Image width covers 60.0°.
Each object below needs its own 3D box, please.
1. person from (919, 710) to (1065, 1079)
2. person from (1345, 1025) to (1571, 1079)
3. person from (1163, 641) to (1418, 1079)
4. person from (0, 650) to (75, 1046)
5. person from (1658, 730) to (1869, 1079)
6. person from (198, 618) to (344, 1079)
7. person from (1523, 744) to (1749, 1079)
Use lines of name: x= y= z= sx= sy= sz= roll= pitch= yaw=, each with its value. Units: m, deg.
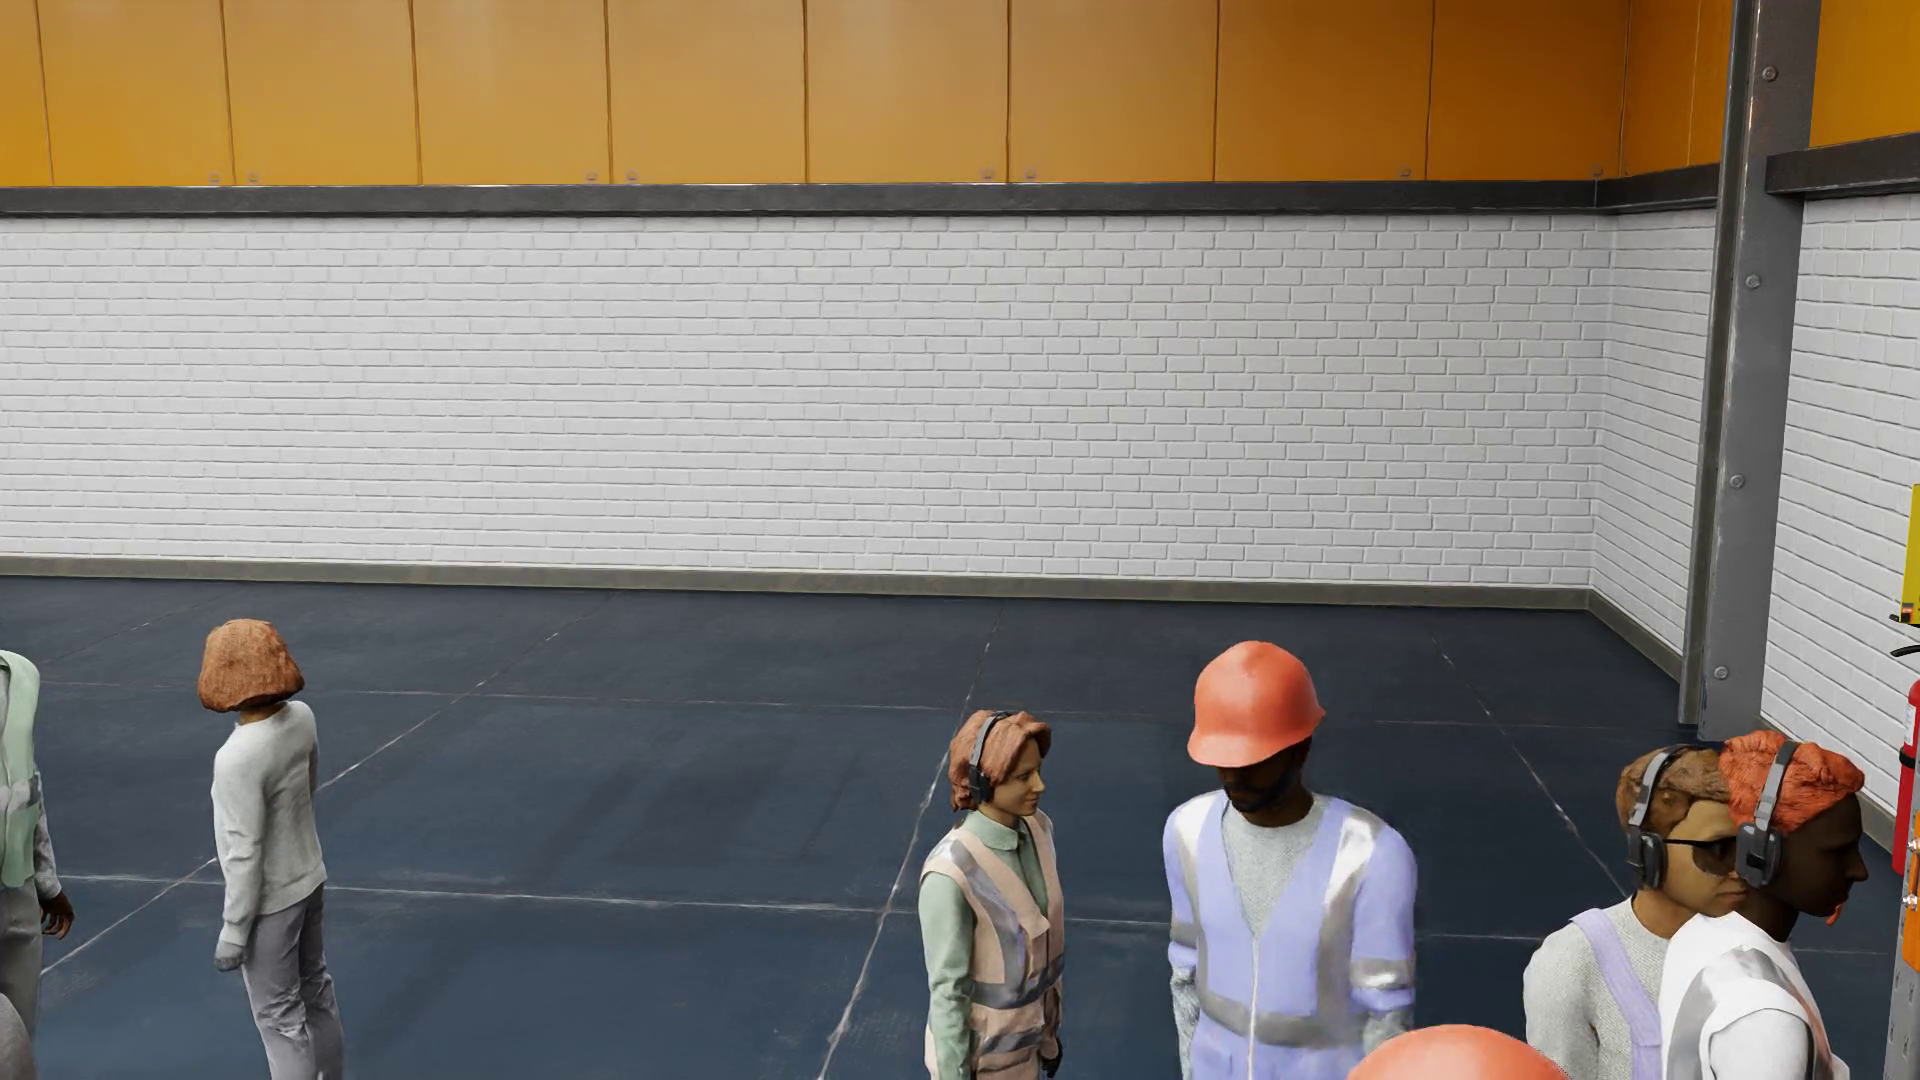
person: x=0.077 y=1.182 z=3.791 sx=0.308 sy=1.641 sz=0.517 roll=5 pitch=11 yaw=26
person: x=0.411 y=1.397 z=1.700 sx=0.638 sy=1.947 sz=1.014 roll=-7 pitch=12 yaw=-36
person: x=0.698 y=1.116 z=3.407 sx=0.578 sy=1.911 sz=0.685 roll=7 pitch=12 yaw=36
person: x=-2.578 y=0.948 z=4.335 sx=0.391 sy=1.920 sz=0.593 roll=1 pitch=10 yaw=7
person: x=1.267 y=1.238 z=2.780 sx=0.337 sy=1.879 sz=0.584 roll=2 pitch=10 yaw=10
person: x=-1.954 y=1.024 z=4.714 sx=0.279 sy=1.634 sz=0.497 roll=0 pitch=10 yaw=1
person: x=1.177 y=1.244 z=2.847 sx=0.506 sy=1.847 sz=0.345 roll=-4 pitch=11 yaw=-24
